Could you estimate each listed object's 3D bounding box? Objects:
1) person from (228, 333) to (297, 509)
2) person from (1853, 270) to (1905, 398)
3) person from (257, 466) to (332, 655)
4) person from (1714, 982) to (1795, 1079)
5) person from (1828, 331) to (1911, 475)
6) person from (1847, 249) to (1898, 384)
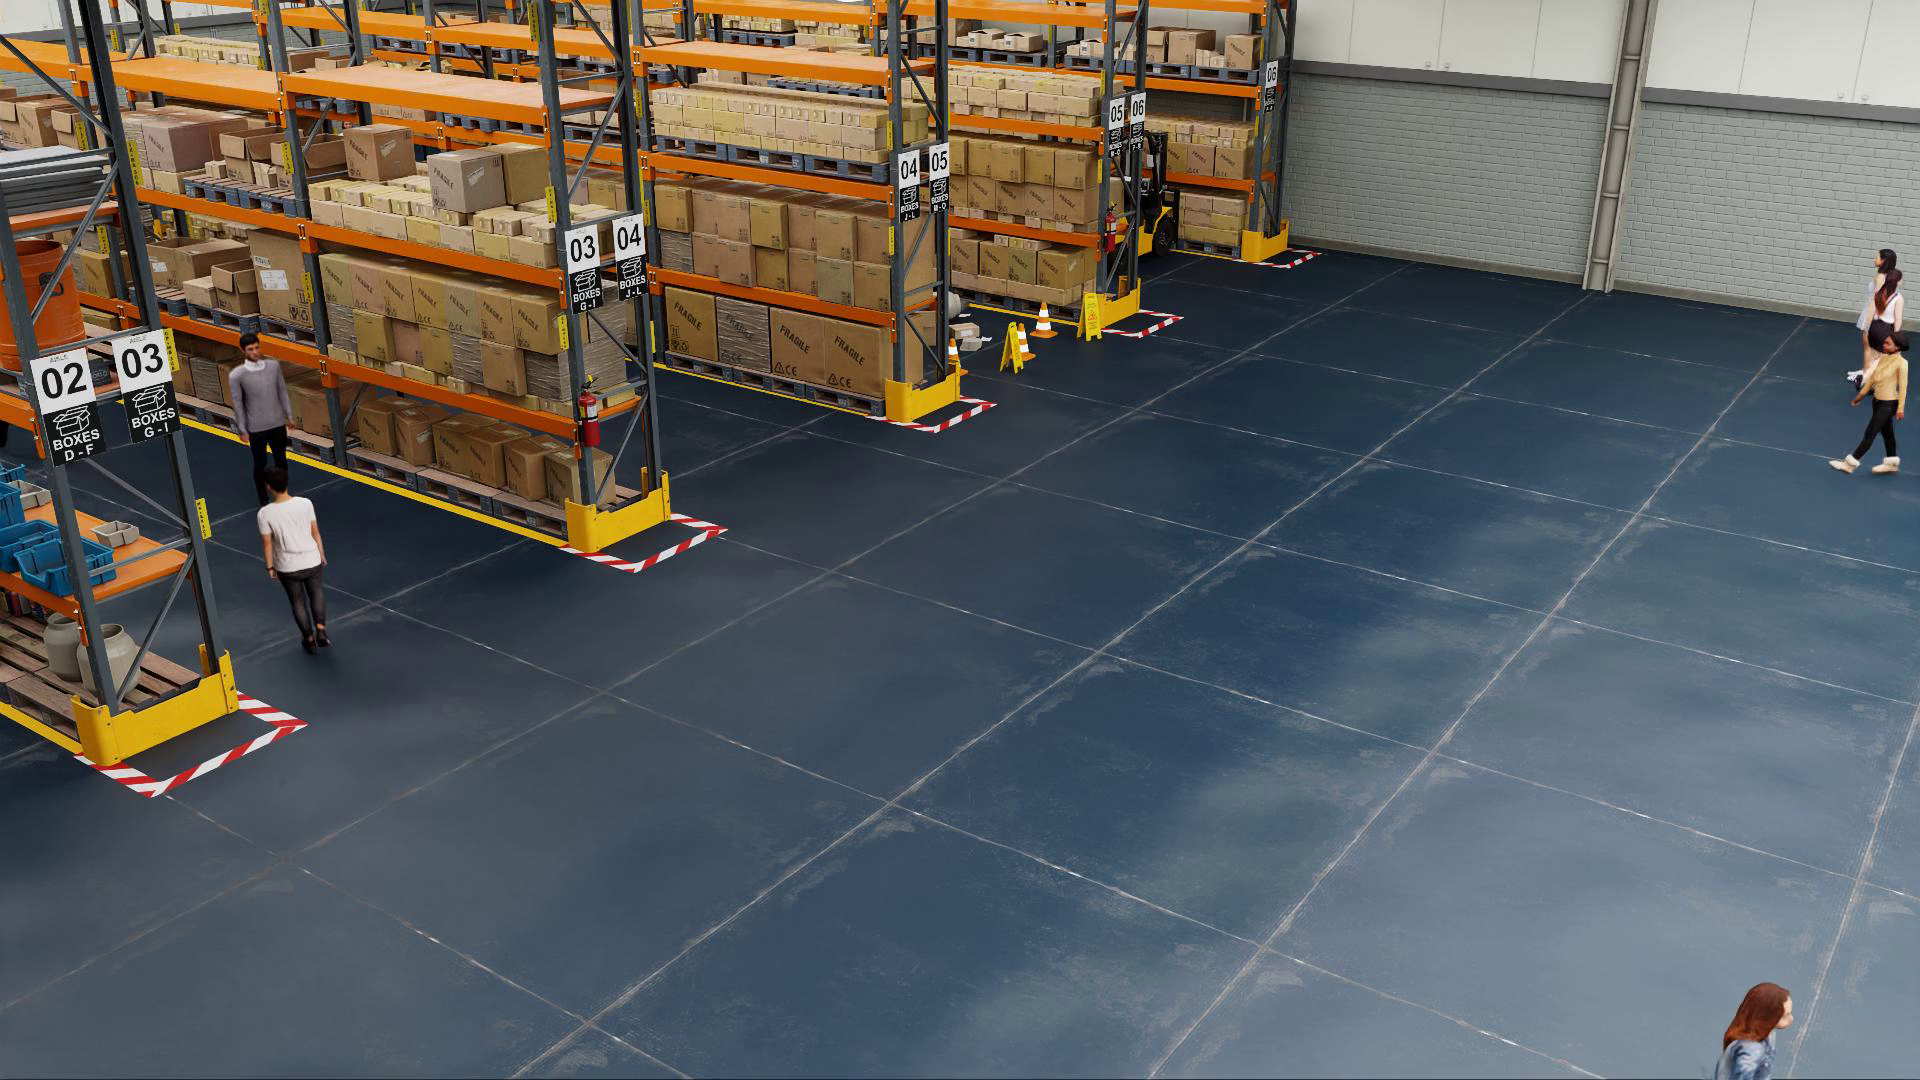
[{"bbox_3d":[-7.191,-1.219,17.192,0.635,1.919,0.753,19,29,37],"label":"person"},{"bbox_3d":[11.398,-2.528,20.631,0.854,1.636,0.893,-12,26,-26],"label":"person"},{"bbox_3d":[-5.616,0.201,14.122,0.763,1.706,0.795,-14,27,-30],"label":"person"},{"bbox_3d":[3.829,2.796,8.340,0.748,1.456,0.643,9,25,19],"label":"person"},{"bbox_3d":[10.187,-1.471,18.162,1.124,1.623,0.944,1,23,3],"label":"person"},{"bbox_3d":[11.739,-2.885,21.346,0.523,1.732,0.585,14,27,29],"label":"person"}]
